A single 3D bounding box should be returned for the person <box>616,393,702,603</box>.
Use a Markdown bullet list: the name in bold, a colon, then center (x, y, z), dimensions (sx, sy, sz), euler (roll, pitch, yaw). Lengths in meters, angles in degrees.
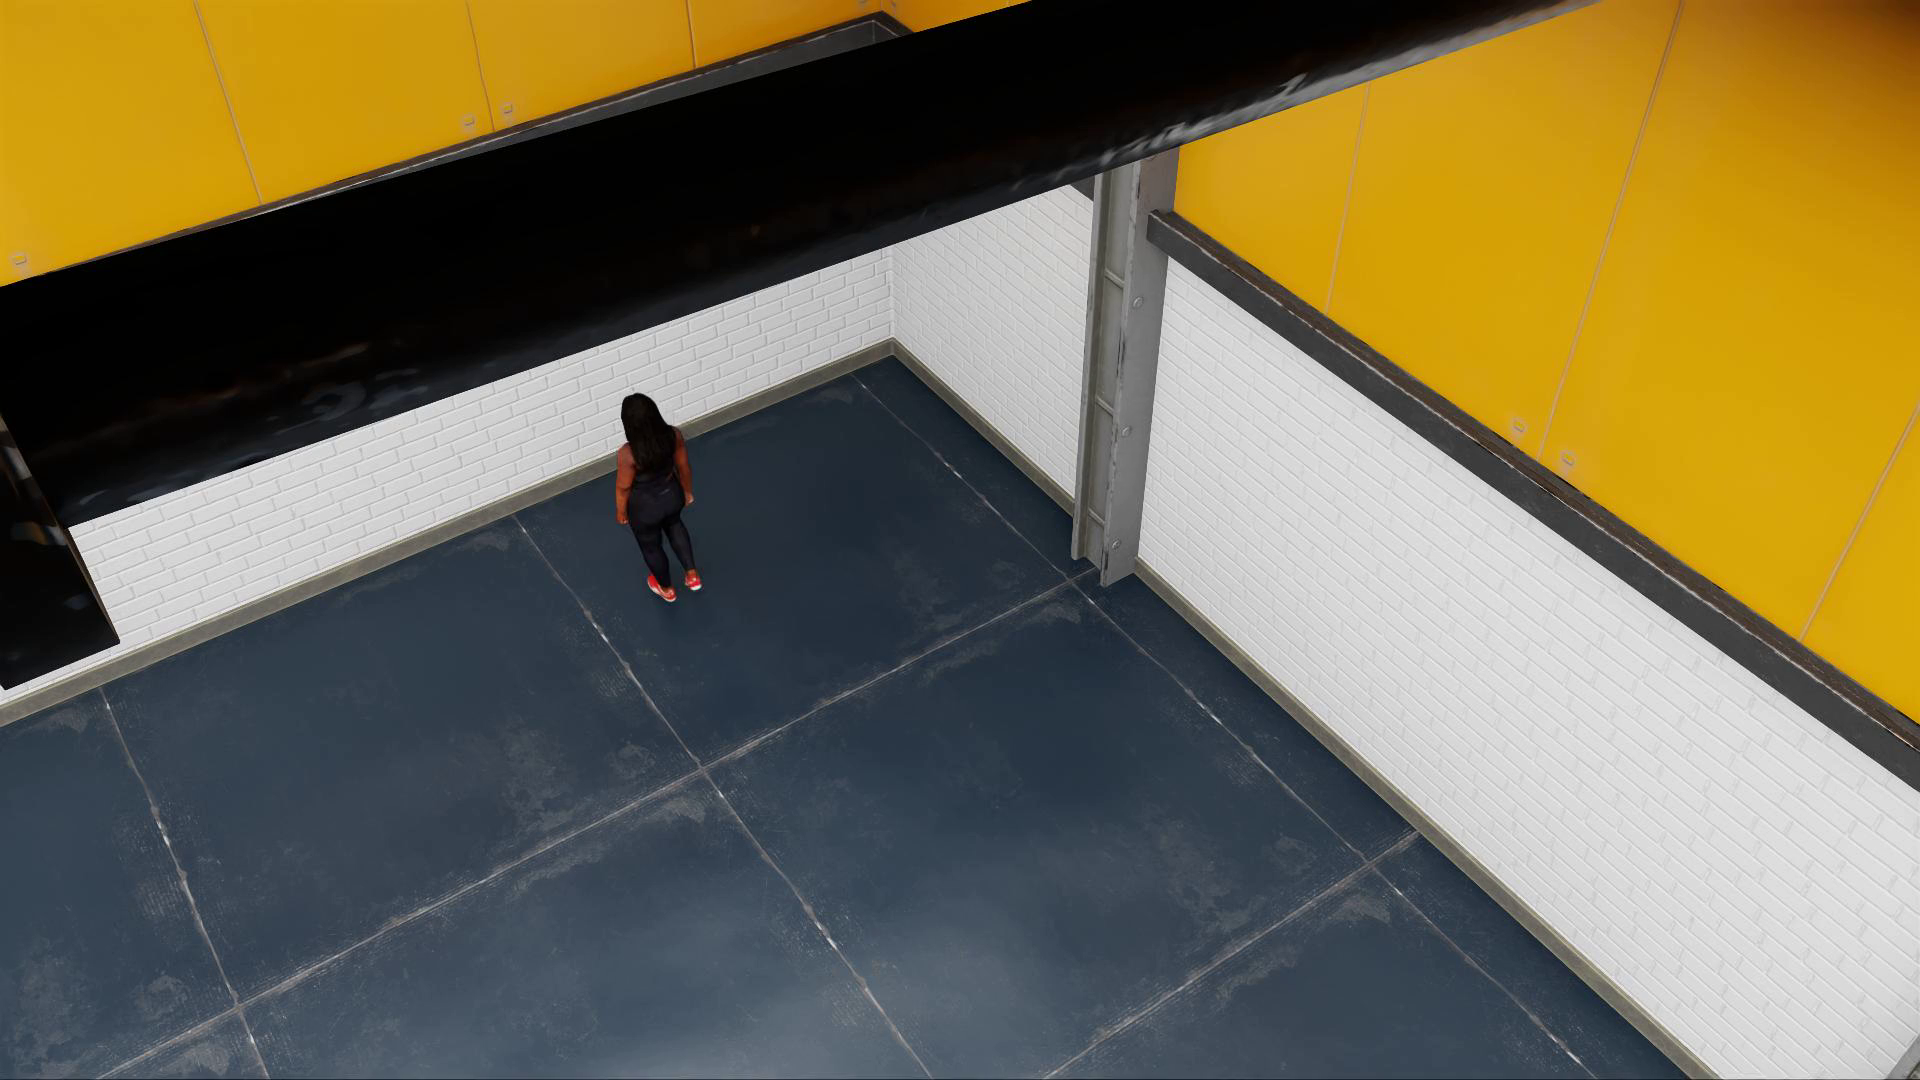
- **person**: center (-2.017, -0.216, 11.214), dimensions (0.709, 1.803, 0.717), euler (-31, 51, -28)
